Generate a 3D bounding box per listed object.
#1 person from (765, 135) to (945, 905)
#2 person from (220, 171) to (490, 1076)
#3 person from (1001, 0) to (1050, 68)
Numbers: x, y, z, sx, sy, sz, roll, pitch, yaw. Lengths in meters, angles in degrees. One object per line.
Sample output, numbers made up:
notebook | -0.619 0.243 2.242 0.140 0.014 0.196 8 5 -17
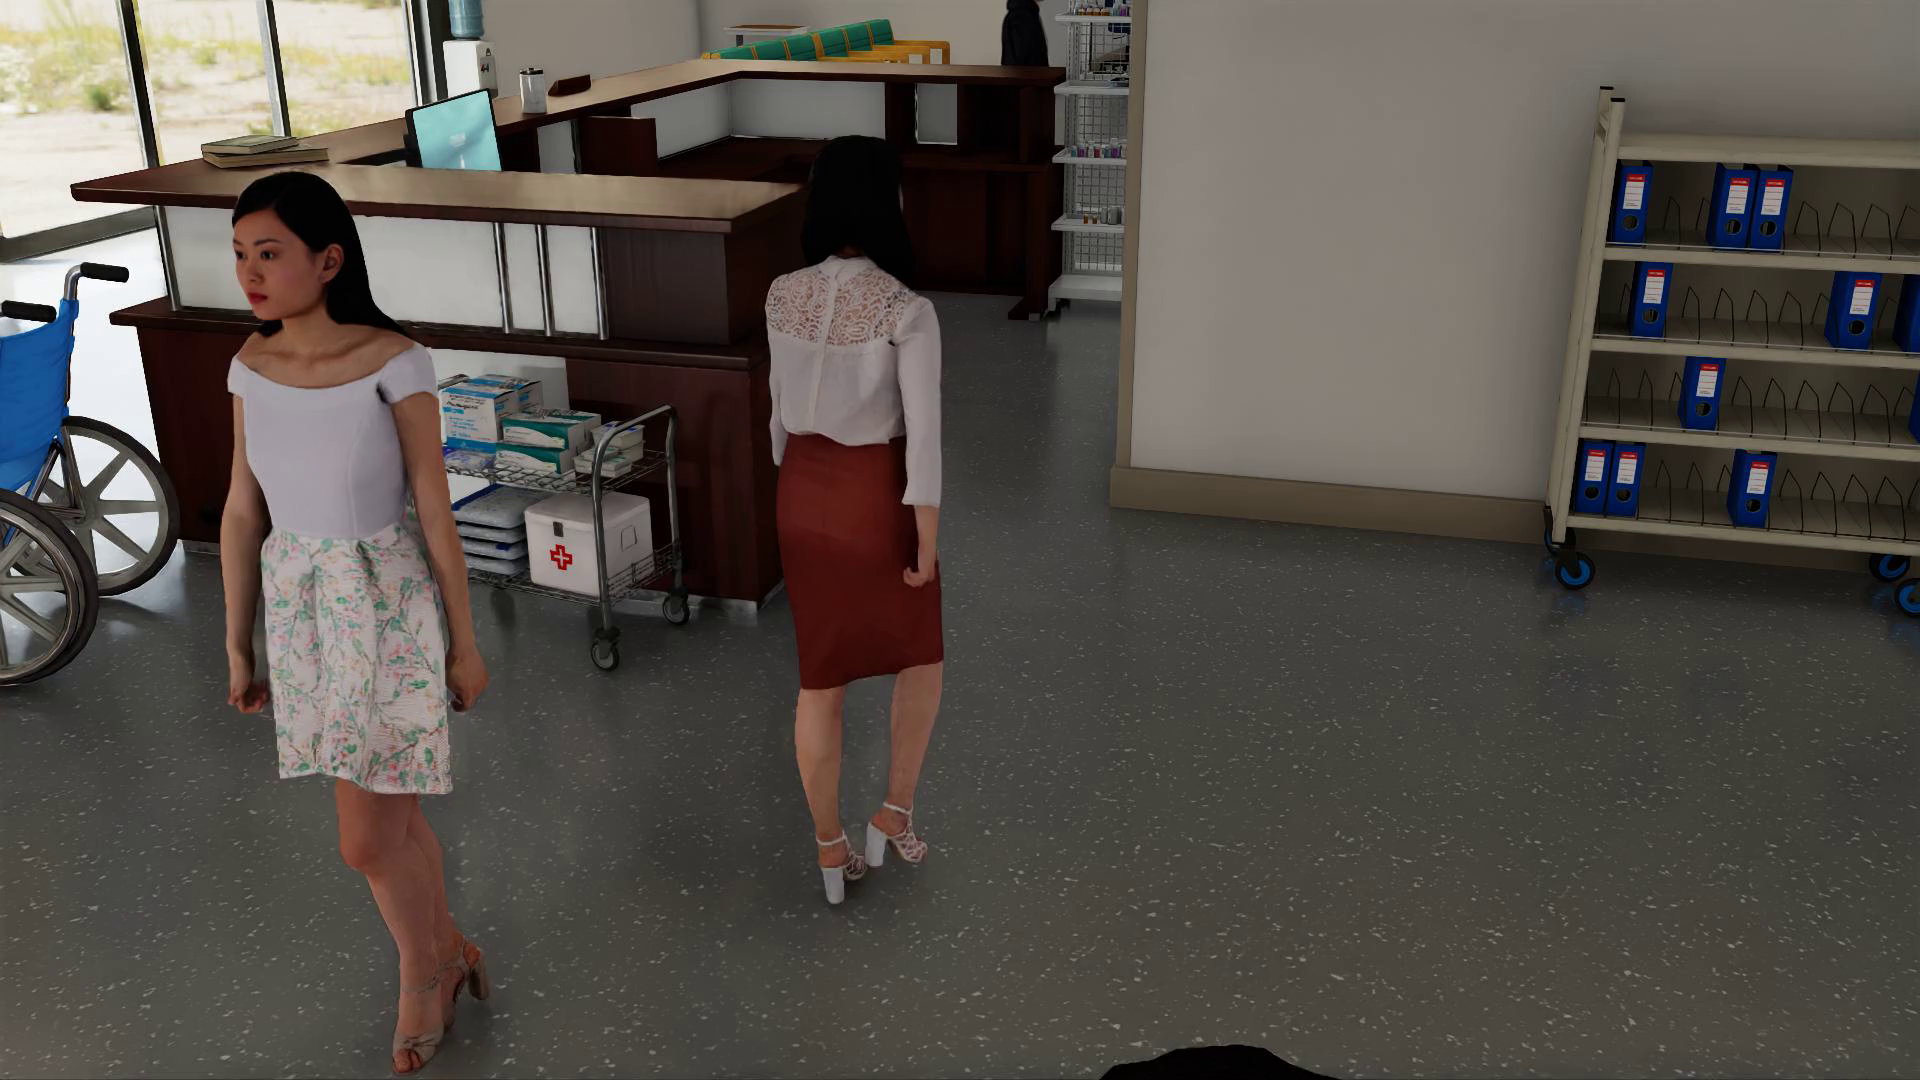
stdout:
person | -0.278 0.027 3.635 0.570 1.735 0.714 9 22 21
person | -1.078 0.188 3.174 0.638 1.761 0.702 7 22 17
person | 0.407 -2.944 11.264 0.710 1.888 0.748 -2 21 -6
